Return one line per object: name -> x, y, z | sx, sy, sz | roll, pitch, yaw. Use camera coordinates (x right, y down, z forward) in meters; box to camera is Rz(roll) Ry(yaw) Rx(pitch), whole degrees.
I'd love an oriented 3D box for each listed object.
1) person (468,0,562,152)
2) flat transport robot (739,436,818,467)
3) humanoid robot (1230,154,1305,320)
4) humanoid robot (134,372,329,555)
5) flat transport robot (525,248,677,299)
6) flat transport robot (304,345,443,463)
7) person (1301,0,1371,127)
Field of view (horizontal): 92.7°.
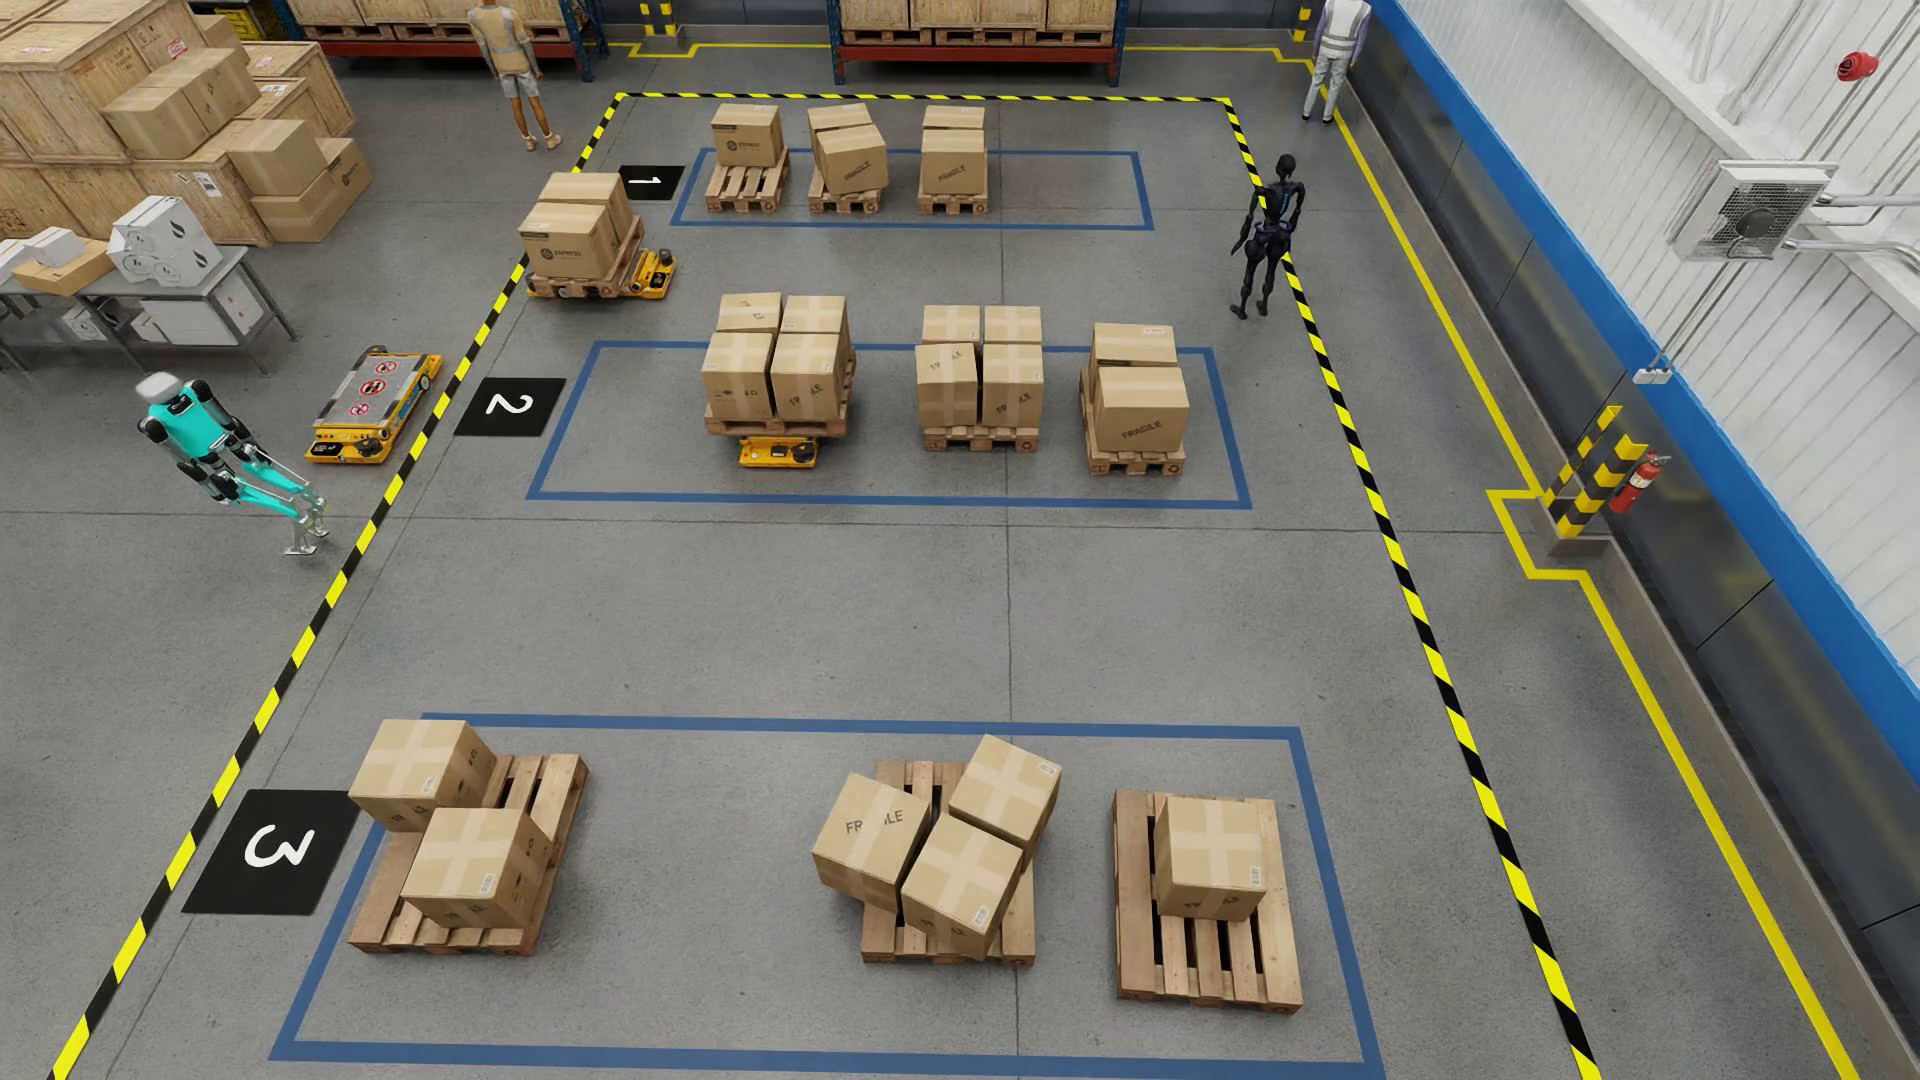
person -> -5.387, -5.727, 11.050 | 0.606, 2.048, 0.366 | -3, 50, -2
flat transport robot -> -1.582, -1.235, 8.394 | 0.652, 0.197, 1.431 | 1, 50, 1
humanoid robot -> 2.978, -2.928, 8.912 | 0.599, 1.657, 0.315 | -7, 50, -6
humanoid robot -> -5.176, -0.496, 6.736 | 0.735, 1.677, 0.533 | 10, 50, 8
flat transport robot -> -3.820, -2.856, 9.765 | 1.431, 0.197, 0.652 | 1, 50, 1
flat transport robot -> -5.383, -1.269, 8.441 | 0.659, 0.231, 1.431 | 1, 50, 1
person -> 4.759, -6.195, 11.584 | 0.602, 1.830, 0.404 | 22, 53, 18
